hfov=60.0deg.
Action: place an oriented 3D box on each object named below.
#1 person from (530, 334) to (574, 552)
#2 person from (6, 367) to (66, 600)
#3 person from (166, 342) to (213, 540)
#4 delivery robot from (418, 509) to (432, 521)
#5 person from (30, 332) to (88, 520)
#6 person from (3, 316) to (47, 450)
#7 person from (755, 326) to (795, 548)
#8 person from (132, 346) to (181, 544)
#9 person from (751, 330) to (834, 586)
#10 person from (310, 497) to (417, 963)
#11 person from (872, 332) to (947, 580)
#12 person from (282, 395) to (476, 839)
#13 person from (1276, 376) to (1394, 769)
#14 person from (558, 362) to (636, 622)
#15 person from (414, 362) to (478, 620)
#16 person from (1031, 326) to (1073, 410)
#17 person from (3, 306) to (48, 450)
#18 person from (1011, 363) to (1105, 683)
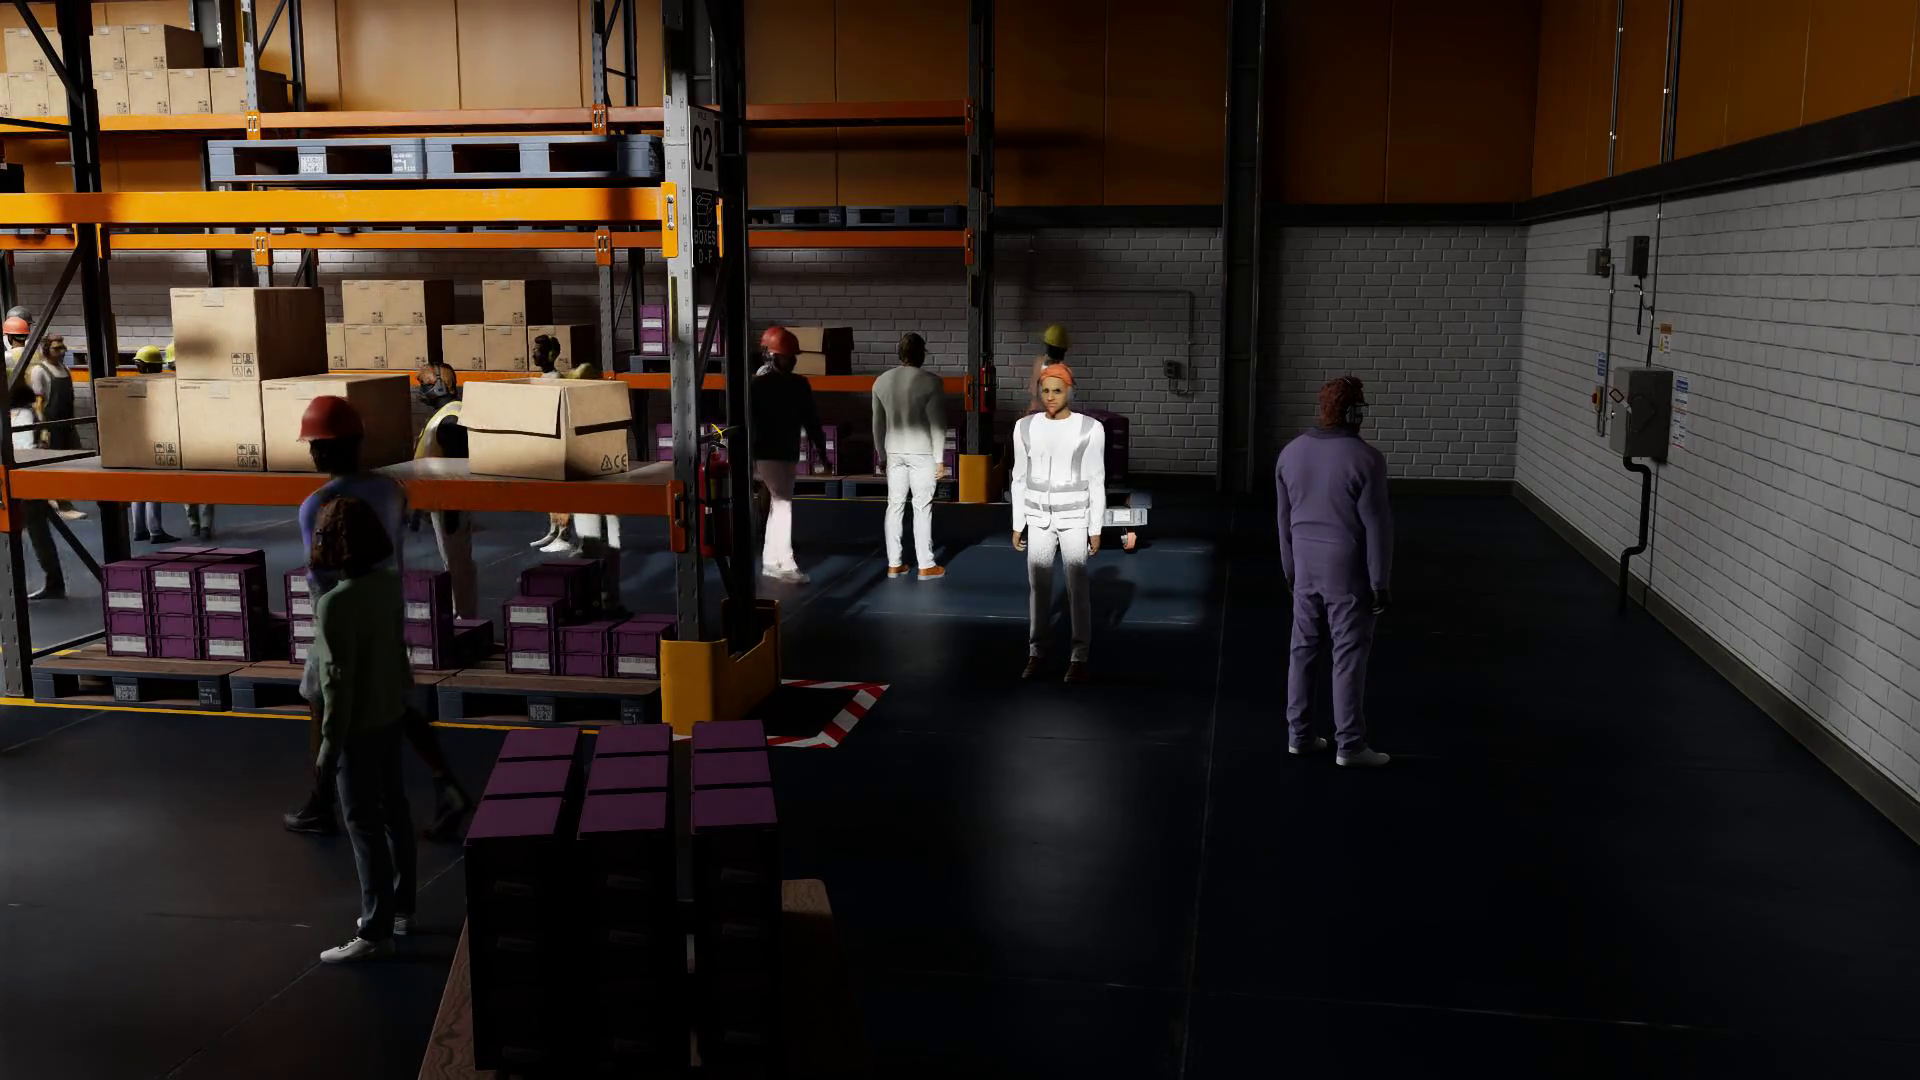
[{"bbox_3d":[-3.552,-0.837,14.390,0.323,1.876,0.530,-5,10,-28],"label":"person"},{"bbox_3d":[-6.880,-0.385,12.056,0.664,1.720,0.502,-6,11,-34],"label":"person"},{"bbox_3d":[-6.933,-0.884,14.941,0.604,1.789,0.849,-3,10,-18],"label":"person"},{"bbox_3d":[-5.007,-0.431,15.663,0.477,0.478,0.707,-5,11,-31],"label":"delivery robot"},{"bbox_3d":[-8.814,-1.100,16.162,0.501,1.830,0.516,2,9,11],"label":"person"},{"bbox_3d":[-9.909,-1.389,17.607,0.352,1.942,0.545,6,11,32],"label":"person"},{"bbox_3d":[-1.615,-0.898,14.574,0.375,1.935,0.551,-2,9,-12],"label":"person"},{"bbox_3d":[-7.205,-0.849,14.848,0.521,1.759,0.349,7,11,36],"label":"person"},{"bbox_3d":[-1.318,-0.629,12.845,0.859,1.958,0.642,7,12,39],"label":"person"},{"bbox_3d":[-2.101,0.661,5.841,0.285,1.633,0.500,1,9,5],"label":"person"},{"bbox_3d":[-0.393,-0.654,13.059,0.628,1.939,0.375,5,10,27],"label":"person"},{"bbox_3d":[-2.497,0.343,6.969,0.876,1.911,0.563,5,11,30],"label":"person"},{"bbox_3d":[1.846,0.158,8.119,0.409,1.908,0.643,-8,12,-39],"label":"person"},{"bbox_3d":[-2.563,-0.318,11.382,0.580,1.807,0.618,4,10,23],"label":"person"},{"bbox_3d":[-3.307,-0.225,10.727,0.429,1.836,0.629,-4,10,-23],"label":"person"},{"bbox_3d":[0.883,-1.211,16.712,0.411,1.877,0.747,-2,9,-13],"label":"person"},{"bbox_3d":[-10.319,-1.568,18.413,0.683,2.000,0.538,1,9,5],"label":"person"},{"bbox_3d":[0.575,-0.099,9.805,0.576,1.880,0.351,4,10,22],"label":"person"}]
